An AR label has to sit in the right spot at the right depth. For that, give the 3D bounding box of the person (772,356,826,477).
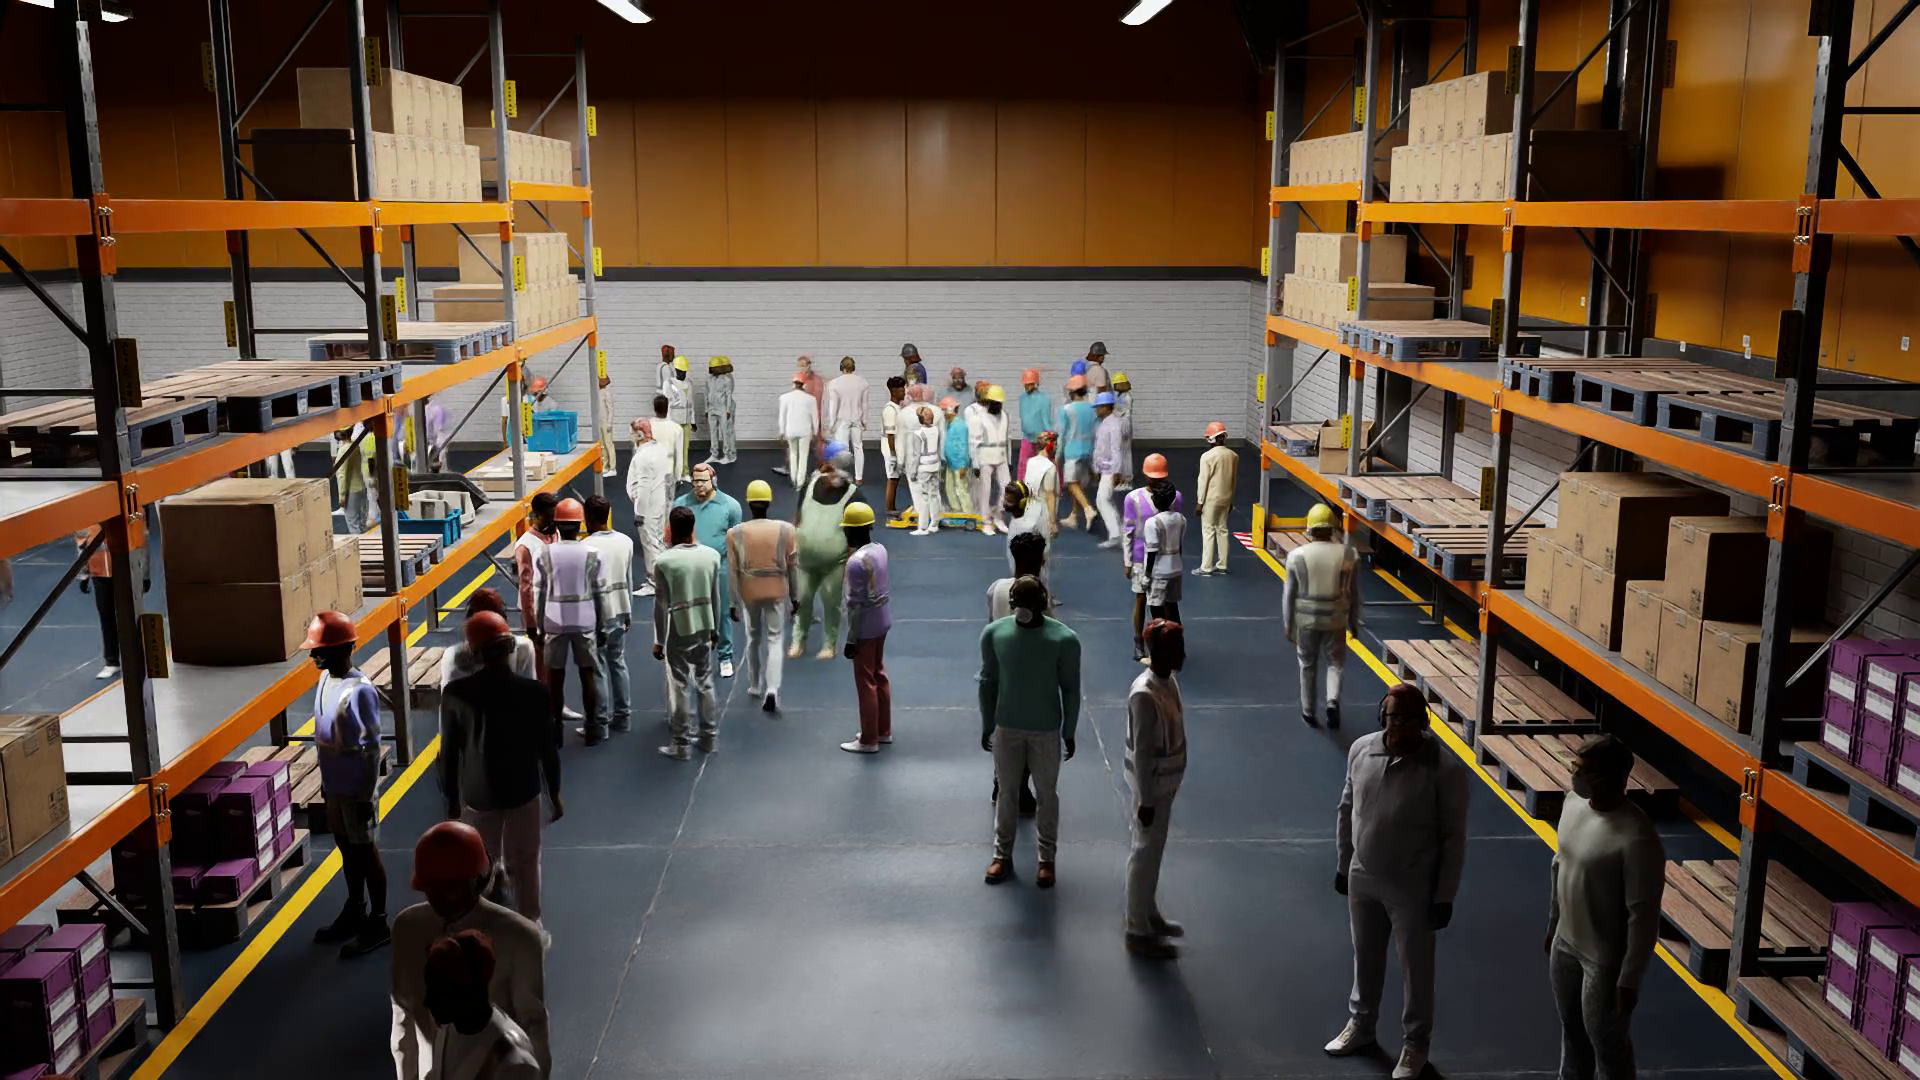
[{"bbox_3d":[-2.430,-1.867,25.442,0.658,1.857,1.006,9,14,38],"label":"person"}]

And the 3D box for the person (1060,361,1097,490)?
[{"bbox_3d":[1.714,-1.670,24.321,0.640,1.908,0.474,8,14,36],"label":"person"}]

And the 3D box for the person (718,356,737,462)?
[{"bbox_3d":[-3.814,-2.134,27.097,0.333,1.735,0.489,0,11,0],"label":"person"}]

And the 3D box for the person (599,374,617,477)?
[{"bbox_3d":[-5.496,-1.794,25.653,0.266,1.631,0.507,-8,14,-35],"label":"person"}]

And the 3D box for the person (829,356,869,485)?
[{"bbox_3d":[-1.656,-1.759,24.708,0.631,1.939,0.369,-6,13,-27],"label":"person"}]

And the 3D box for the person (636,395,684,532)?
[{"bbox_3d":[-3.647,-0.827,20.232,0.584,1.871,1.013,-2,11,-8],"label":"person"}]

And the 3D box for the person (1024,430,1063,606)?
[{"bbox_3d":[0.849,-0.222,17.271,0.394,1.836,0.560,-4,12,-19],"label":"person"}]

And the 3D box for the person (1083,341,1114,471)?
[{"bbox_3d":[2.172,-2.117,26.245,0.535,2.000,0.685,-5,12,-23],"label":"person"}]

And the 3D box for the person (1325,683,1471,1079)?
[{"bbox_3d":[2.056,1.605,7.909,0.409,1.911,0.651,-11,16,-43],"label":"person"}]

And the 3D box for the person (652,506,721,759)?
[{"bbox_3d":[-2.033,0.695,12.501,0.400,1.907,0.597,10,15,42],"label":"person"}]

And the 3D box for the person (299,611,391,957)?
[{"bbox_3d":[-3.407,1.334,9.201,0.552,1.937,0.356,11,16,44],"label":"person"}]

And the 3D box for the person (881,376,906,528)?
[{"bbox_3d":[-0.835,-1.151,21.592,0.362,1.965,0.611,1,11,4],"label":"person"}]

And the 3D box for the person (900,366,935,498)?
[{"bbox_3d":[-0.666,-1.550,23.763,0.680,1.915,0.626,-3,12,-15],"label":"person"}]

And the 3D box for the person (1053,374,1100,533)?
[{"bbox_3d":[1.560,-1.087,21.176,0.636,2.017,0.887,-7,13,-32],"label":"person"}]

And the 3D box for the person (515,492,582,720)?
[{"bbox_3d":[-3.298,0.557,13.186,0.392,1.908,0.596,3,12,16],"label":"person"}]

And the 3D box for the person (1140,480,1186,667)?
[{"bbox_3d":[1.822,0.302,14.981,0.316,1.695,0.540,10,15,41],"label":"person"}]

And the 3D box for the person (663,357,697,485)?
[{"bbox_3d":[-4.172,-1.788,24.908,0.381,1.918,0.584,8,14,34],"label":"person"}]

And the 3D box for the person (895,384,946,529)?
[{"bbox_3d":[-0.515,-1.059,21.365,0.663,1.877,0.457,-4,12,-19],"label":"person"}]

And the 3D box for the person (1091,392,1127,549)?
[{"bbox_3d":[1.800,-0.824,20.141,0.432,1.904,0.684,-1,11,-3],"label":"person"}]

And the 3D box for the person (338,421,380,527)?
[{"bbox_3d":[-7.763,-1.168,21.487,0.692,2.000,0.541,3,12,16],"label":"person"}]

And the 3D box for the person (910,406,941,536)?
[{"bbox_3d":[-0.428,-0.872,21.013,0.308,1.641,0.514,8,14,35],"label":"person"}]

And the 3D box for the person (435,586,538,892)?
[{"bbox_3d":[-2.836,1.201,10.032,0.612,1.884,0.498,-8,14,-33],"label":"person"}]

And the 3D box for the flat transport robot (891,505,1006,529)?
[{"bbox_3d":[-0.144,-0.305,21.615,1.431,0.197,0.652,1,11,7],"label":"flat transport robot"}]

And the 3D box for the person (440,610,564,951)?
[{"bbox_3d":[-2.470,1.367,8.953,0.630,1.973,0.549,1,11,6],"label":"person"}]

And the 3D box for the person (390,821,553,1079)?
[{"bbox_3d":[-1.776,1.950,6.003,0.621,1.986,0.409,3,12,15],"label":"person"}]

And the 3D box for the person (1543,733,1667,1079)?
[{"bbox_3d":[2.708,1.754,7.094,0.375,1.940,0.627,-2,12,-12],"label":"person"}]

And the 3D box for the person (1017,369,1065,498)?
[{"bbox_3d":[1.102,-1.438,23.145,0.633,1.936,1.026,11,15,42],"label":"person"}]

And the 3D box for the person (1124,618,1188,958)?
[{"bbox_3d":[1.088,1.352,9.244,0.337,1.882,0.584,4,12,19],"label":"person"}]

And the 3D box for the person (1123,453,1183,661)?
[{"bbox_3d":[1.760,0.161,15.132,0.548,1.925,0.392,-1,11,-5],"label":"person"}]

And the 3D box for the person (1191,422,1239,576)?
[{"bbox_3d":[2.868,-0.463,18.723,0.569,1.738,0.351,-9,15,-39],"label":"person"}]

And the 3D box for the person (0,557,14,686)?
[{"bbox_3d":[-8.403,0.423,14.227,0.556,1.749,0.402,-7,13,-30],"label":"person"}]
